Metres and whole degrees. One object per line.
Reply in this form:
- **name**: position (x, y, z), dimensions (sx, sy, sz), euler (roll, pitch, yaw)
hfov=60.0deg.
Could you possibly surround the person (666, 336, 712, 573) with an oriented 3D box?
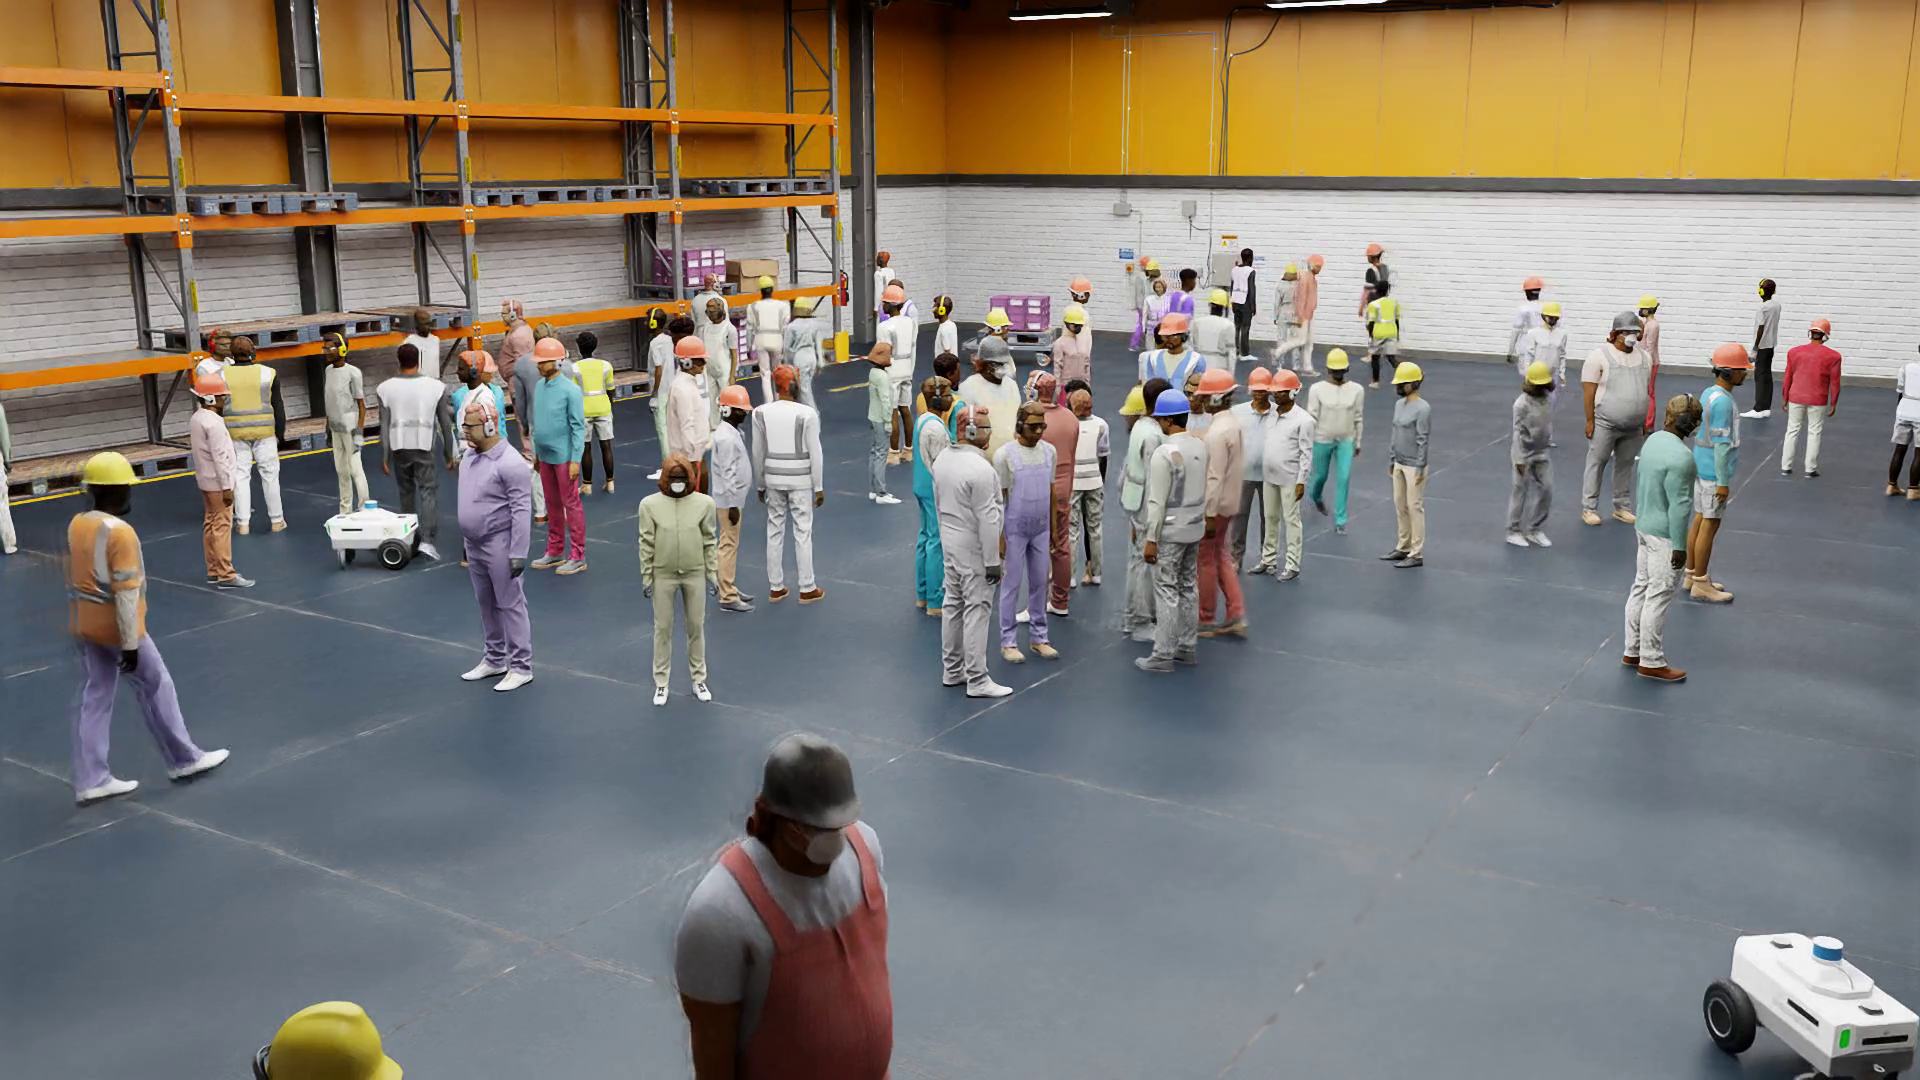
- **person**: position (-2.272, -0.729, 14.066), dimensions (0.395, 1.993, 0.614), euler (-2, 13, -11)

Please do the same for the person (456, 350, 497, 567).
- **person**: position (-4.043, -0.654, 13.990), dimensions (0.355, 1.883, 0.574), euler (-6, 14, -26)

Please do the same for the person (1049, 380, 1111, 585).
- **person**: position (0.962, -0.474, 13.618), dimensions (0.535, 1.694, 0.321), euler (7, 15, 26)

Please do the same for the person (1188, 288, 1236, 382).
- **person**: position (3.022, -2.040, 19.910), dimensions (0.592, 1.926, 0.383), euler (8, 15, 30)

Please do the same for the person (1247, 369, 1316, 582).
- **person**: position (2.660, -0.539, 13.773), dimensions (0.324, 1.752, 0.563), euler (-9, 16, -35)

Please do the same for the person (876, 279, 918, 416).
- **person**: position (-0.881, -2.614, 22.576), dimensions (0.625, 1.846, 0.429), euler (8, 15, 30)

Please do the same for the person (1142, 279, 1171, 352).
- **person**: position (3.028, -3.157, 25.377), dimensions (0.513, 1.641, 0.309), euler (3, 13, 13)

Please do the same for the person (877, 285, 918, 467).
- **person**: position (-0.740, -1.855, 18.836), dimensions (0.365, 2.048, 0.608), euler (10, 16, 36)

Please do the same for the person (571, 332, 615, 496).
- **person**: position (-3.818, -1.303, 17.207), dimensions (0.535, 1.697, 0.322), euler (-9, 16, -33)

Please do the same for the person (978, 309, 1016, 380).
- **person**: position (0.407, -1.611, 18.247), dimensions (0.403, 1.834, 0.588), euler (-4, 14, -17)

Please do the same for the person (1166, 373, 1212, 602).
- **person**: position (1.807, -0.384, 12.907), dimensions (0.508, 1.841, 0.332), euler (-1, 13, -3)

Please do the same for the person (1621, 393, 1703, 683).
- **person**: position (4.710, -0.022, 11.140), dimensions (0.355, 1.931, 0.633), euler (1, 13, 3)

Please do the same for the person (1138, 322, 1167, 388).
- **person**: position (1.987, -1.250, 16.647), dimensions (0.526, 1.855, 0.340), euler (13, 18, 44)

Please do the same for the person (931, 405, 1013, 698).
- **person**: position (0.085, 0.071, 10.796), dimensions (0.410, 1.906, 0.642), euler (-8, 15, -30)

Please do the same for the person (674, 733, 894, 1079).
- **person**: position (-0.446, 1.427, 4.617), dimensions (0.688, 2.000, 0.940), euler (-12, 18, -42)

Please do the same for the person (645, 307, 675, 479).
- **person**: position (-3.254, -1.588, 18.072), dimensions (0.310, 1.868, 0.532), euler (2, 13, 10)

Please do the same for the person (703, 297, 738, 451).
- **person**: position (-2.865, -1.956, 19.736), dimensions (0.504, 1.839, 0.345), euler (8, 15, 31)

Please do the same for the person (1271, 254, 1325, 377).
- **person**: position (5.433, -3.597, 26.595), dimensions (0.746, 1.949, 0.664), euler (8, 15, 32)

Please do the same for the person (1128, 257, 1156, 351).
- **person**: position (3.343, -4.259, 30.048), dimensions (0.625, 1.701, 0.593), euler (0, 13, -1)

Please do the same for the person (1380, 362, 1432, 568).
- **person**: position (3.820, -0.646, 14.233), dimensions (0.344, 1.758, 0.532), euler (-3, 13, -14)

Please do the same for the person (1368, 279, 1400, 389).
- **person**: position (6.379, -3.050, 24.853), dimensions (0.562, 1.663, 0.706), euler (-4, 13, -15)

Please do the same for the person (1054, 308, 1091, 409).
- **person**: position (1.301, -1.797, 19.224), dimensions (0.518, 1.756, 0.345), euler (-10, 16, -37)

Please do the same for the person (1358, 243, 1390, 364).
- **person**: position (6.941, -3.998, 28.161), dimensions (0.516, 2.030, 0.648), euler (11, 17, 40)

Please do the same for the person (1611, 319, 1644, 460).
- **person**: position (7.751, -1.754, 19.305), dimensions (0.283, 1.633, 0.499), euler (-1, 13, -2)

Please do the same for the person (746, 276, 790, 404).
- **person**: position (-2.625, -2.656, 22.718), dimensions (0.593, 1.864, 1.012), euler (-3, 13, -12)

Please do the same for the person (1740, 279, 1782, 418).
- **person**: position (10.772, -2.567, 22.333), dimensions (0.521, 1.864, 0.335), euler (-9, 16, -34)

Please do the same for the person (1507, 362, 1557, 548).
- **person**: position (5.081, -0.757, 14.823), dimensions (0.514, 1.693, 0.531), euler (-6, 14, -23)

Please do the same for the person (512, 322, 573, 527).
- **person**: position (-3.890, -1.082, 15.728), dimensions (0.627, 1.937, 0.370), euler (4, 14, 16)

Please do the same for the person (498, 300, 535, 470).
- **person**: position (-4.946, -1.730, 18.607), dimensions (0.405, 1.907, 0.636), euler (-2, 13, -9)

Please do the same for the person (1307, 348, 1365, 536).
- **person**: position (3.493, -0.957, 15.638), dimensions (0.549, 1.738, 0.741), euler (1, 13, 2)

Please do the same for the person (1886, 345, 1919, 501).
- **person**: position (9.766, -1.234, 16.942), dimensions (0.319, 1.686, 0.539), euler (-5, 14, -22)

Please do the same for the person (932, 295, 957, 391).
- **person**: position (-0.186, -1.940, 19.594), dimensions (0.330, 1.874, 0.518), euler (2, 13, 7)

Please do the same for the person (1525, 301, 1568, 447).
- **person**: position (7.046, -1.987, 20.025), dimensions (0.524, 1.770, 0.315), euler (-2, 13, -8)

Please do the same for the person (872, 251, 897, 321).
- **person**: position (-1.300, -3.993, 28.467), dimensions (0.349, 1.884, 0.584), euler (8, 15, 30)

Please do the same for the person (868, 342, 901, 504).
- **person**: position (-0.786, -1.188, 16.852), dimensions (0.283, 1.633, 0.497), euler (-4, 14, -17)

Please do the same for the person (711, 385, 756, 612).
- **person**: position (-1.743, -0.327, 12.866), dimensions (0.340, 1.746, 0.563), euler (-1, 13, -5)

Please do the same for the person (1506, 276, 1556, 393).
- **person**: position (7.573, -2.546, 22.149), dimensions (0.602, 1.898, 0.825), euler (-2, 13, -10)

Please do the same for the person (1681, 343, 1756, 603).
- **person**: position (5.980, -0.534, 13.118), dimensions (0.377, 2.044, 0.608), euler (3, 13, 13)
